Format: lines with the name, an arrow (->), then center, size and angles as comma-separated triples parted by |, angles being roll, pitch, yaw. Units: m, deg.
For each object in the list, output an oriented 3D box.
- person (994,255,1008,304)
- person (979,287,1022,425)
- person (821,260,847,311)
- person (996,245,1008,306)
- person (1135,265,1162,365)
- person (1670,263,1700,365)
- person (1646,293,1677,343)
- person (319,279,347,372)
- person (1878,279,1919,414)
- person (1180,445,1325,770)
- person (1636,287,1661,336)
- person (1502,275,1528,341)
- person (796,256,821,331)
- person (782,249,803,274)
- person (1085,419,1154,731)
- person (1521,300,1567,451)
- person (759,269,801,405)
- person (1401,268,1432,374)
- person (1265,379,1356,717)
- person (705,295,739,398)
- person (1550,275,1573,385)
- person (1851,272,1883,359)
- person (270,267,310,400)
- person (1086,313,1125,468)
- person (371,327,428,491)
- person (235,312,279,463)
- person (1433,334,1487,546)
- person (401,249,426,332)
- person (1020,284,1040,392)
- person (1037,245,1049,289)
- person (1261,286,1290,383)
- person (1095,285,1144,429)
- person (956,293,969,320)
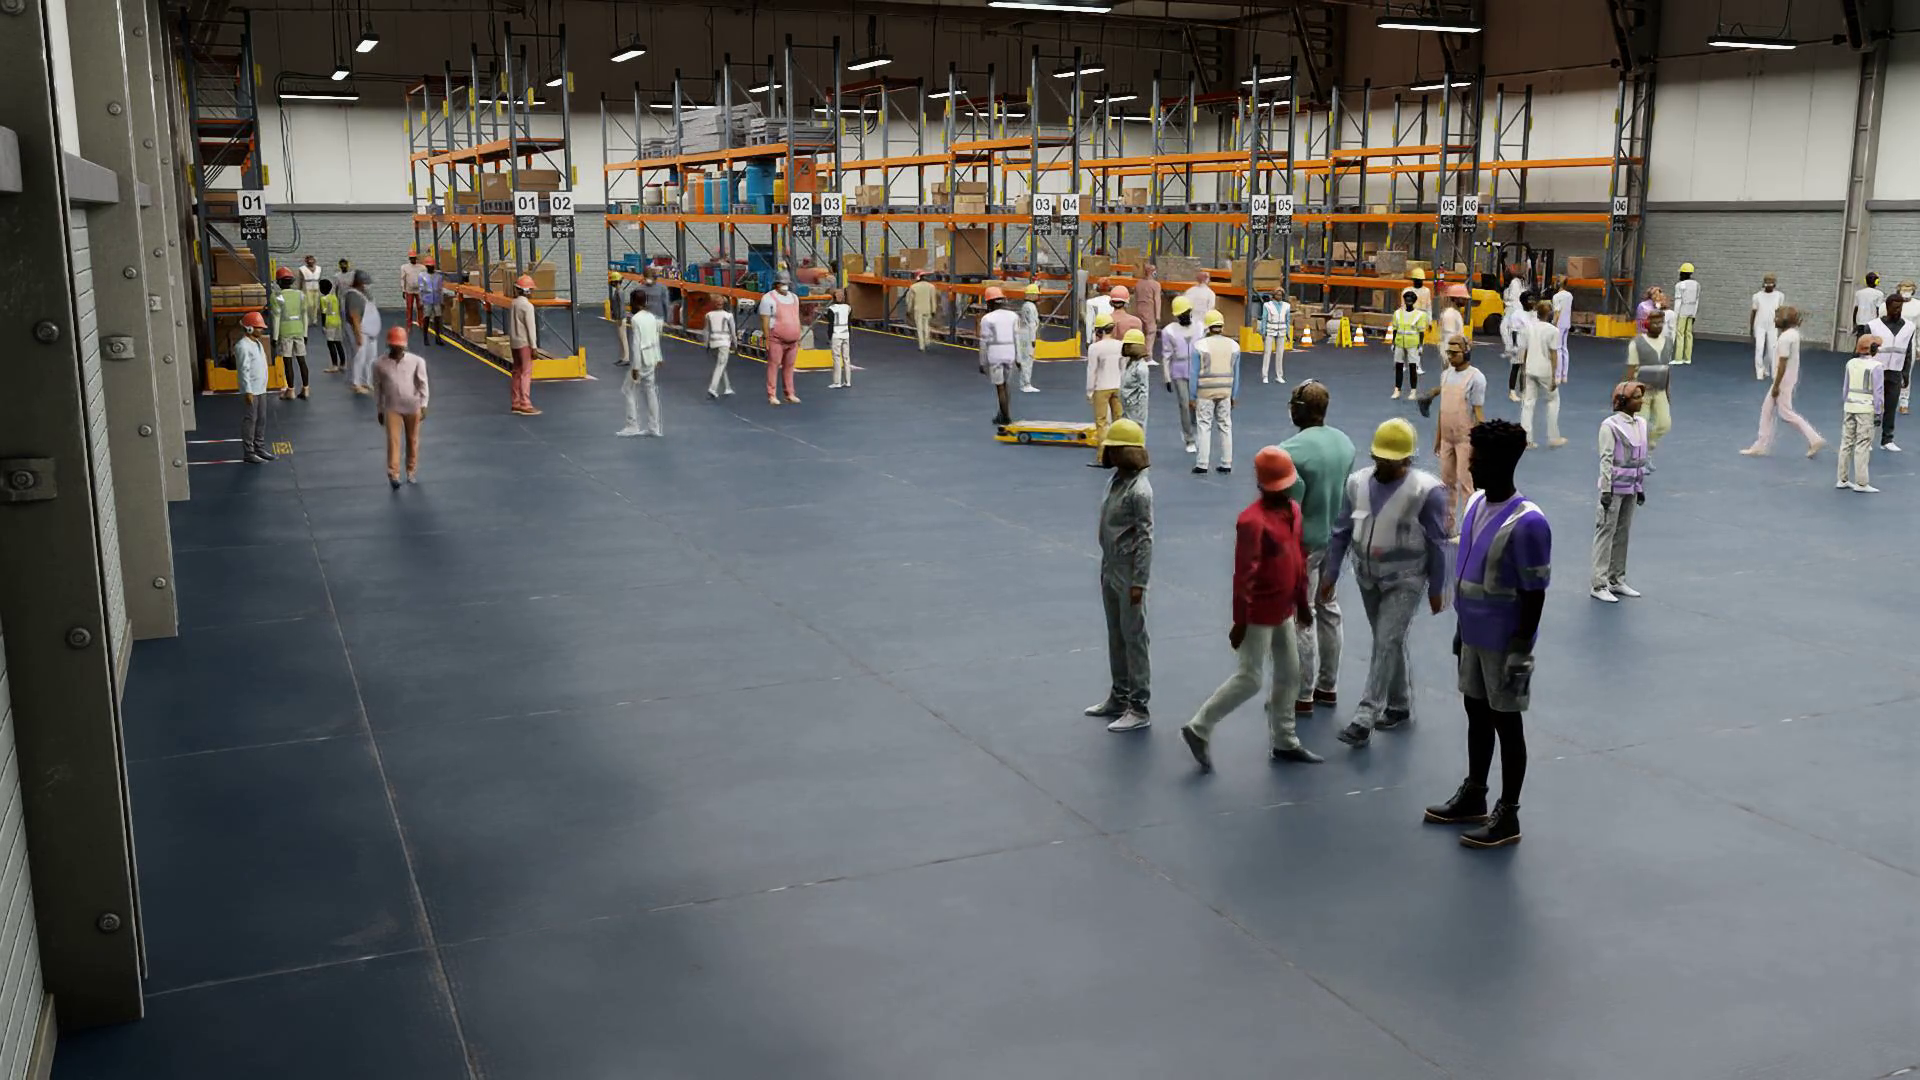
person -> 1.177, -7.750, 49.990 | 0.379, 1.622, 0.507 | 7, 13, 33
person -> 0.477, -2.414, 22.159 | 0.569, 1.895, 0.853 | -6, 13, -28
person -> -2.783, -5.146, 36.156 | 0.568, 1.850, 0.644 | -8, 14, -36
person -> 1.236, -7.891, 49.922 | 0.372, 1.925, 0.595 | -3, 12, -16
person -> 3.590, -4.276, 31.664 | 0.405, 1.895, 0.662 | -8, 13, -34
person -> 13.765, -4.292, 31.623 | 0.594, 1.929, 0.354 | -5, 12, -26
person -> 11.014, -3.074, 26.192 | 0.268, 1.630, 0.507 | -7, 13, -32
person -> -11.429, -3.887, 30.204 | 0.322, 1.690, 0.547 | 2, 11, 8
person -> 13.494, -2.768, 23.887 | 0.627, 1.933, 0.366 | 5, 12, 23
person -> 1.551, 0.341, 8.638 | 0.611, 1.724, 0.649 | 7, 13, 31
person -> 11.706, -3.480, 28.269 | 0.514, 1.634, 0.313 | -3, 12, -16
person -> 11.198, -4.532, 33.536 | 0.545, 1.640, 0.856 | 4, 12, 22
person -> -3.546, -5.627, 38.519 | 0.683, 1.888, 0.557 | 2, 11, 9
person -> -4.289, -6.446, 42.339 | 0.606, 2.024, 0.601 | -5, 12, -26
person -> 0.900, 0.192, 9.314 | 0.309, 1.742, 0.492 | -4, 12, -18
person -> 7.149, -2.005, 20.282 | 0.815, 1.814, 0.553 | -8, 14, -34
person -> -2.651, -3.065, 25.107 | 0.685, 2.000, 0.535 | -10, 15, -42
person -> 8.195, -3.966, 30.057 | 0.594, 1.904, 0.831 | -5, 12, -23
person -> 1.999, 0.047, 9.550 | 0.630, 1.938, 0.369 | -10, 15, -40
person -> -3.782, -3.044, 26.144 | 0.524, 1.607, 0.850 | 6, 12, 27
person -> 10.102, -3.542, 28.031 | 0.511, 1.844, 0.328 | -10, 15, -41
person -> 15.755, -3.714, 28.876 | 0.335, 1.860, 0.508 | -7, 13, -31
person -> -10.373, -3.187, 25.718 | 0.380, 2.045, 0.605 | 8, 14, 35
person -> 1.652, -1.702, 18.930 | 0.536, 1.755, 0.385 | -7, 13, -32
person -> -5.871, -1.387, 17.489 | 0.548, 1.683, 0.954 | -4, 12, -19
person -> -8.141, -1.762, 19.247 | 0.351, 1.743, 0.567 | 0, 11, 0
person -> 4.335, -0.870, 14.479 | 0.338, 1.838, 0.507 | -5, 12, -25
person -> -13.207, -6.026, 40.273 | 0.610, 1.996, 0.379 | -5, 12, -24
person -> 1.145, -3.269, 26.929 | 0.318, 1.737, 0.487 | -2, 11, -12
person -> 2.681, -8.439, 52.854 | 0.725, 1.873, 0.653 | 3, 11, 14
person -> 5.353, -3.474, 28.209 | 0.514, 1.640, 0.310 | -2, 11, -10
person -> 1.946, -2.100, 20.313 | 0.612, 1.997, 0.375 | 4, 12, 20
person -> 0.087, -6.718, 44.756 | 0.525, 1.599, 0.841 | 0, 11, -2
